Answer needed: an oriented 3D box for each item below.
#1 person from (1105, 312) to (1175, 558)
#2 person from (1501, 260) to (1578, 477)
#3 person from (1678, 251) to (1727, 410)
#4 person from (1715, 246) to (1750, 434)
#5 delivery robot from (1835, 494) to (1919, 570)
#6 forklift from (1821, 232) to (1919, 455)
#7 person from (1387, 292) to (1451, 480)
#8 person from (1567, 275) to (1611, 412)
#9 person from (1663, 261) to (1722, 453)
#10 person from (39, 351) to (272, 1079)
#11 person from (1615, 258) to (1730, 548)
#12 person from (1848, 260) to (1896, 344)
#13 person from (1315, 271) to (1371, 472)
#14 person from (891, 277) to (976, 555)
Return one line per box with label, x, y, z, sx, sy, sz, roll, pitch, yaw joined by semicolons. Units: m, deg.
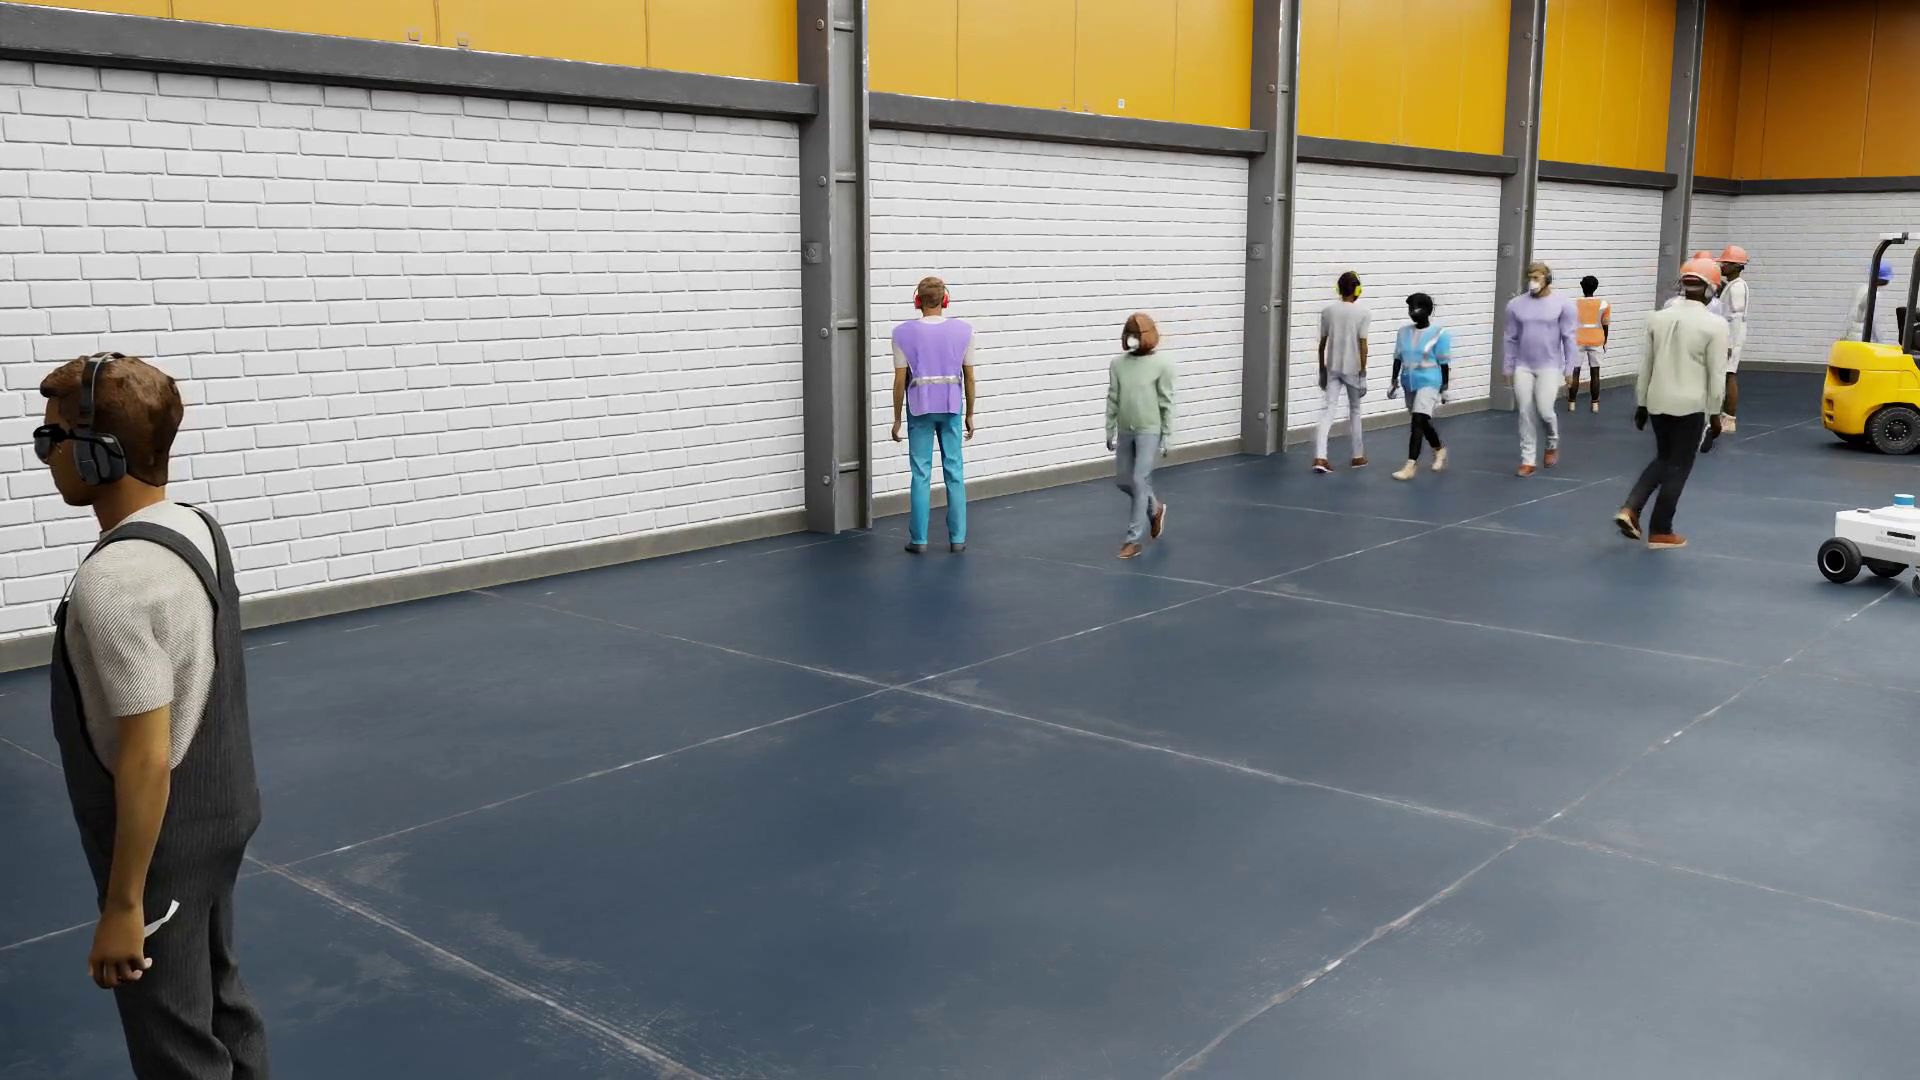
person;1.218;-0.711;11.064;0.508;1.610;0.653;8;13;38
person;5.149;-1.520;14.802;0.654;1.921;0.516;8;13;38
person;9.095;-2.552;20.465;0.623;1.992;0.397;9;13;41
person;8.412;-2.187;18.238;0.362;2.048;0.613;4;11;20
delivery robot;5.618;-0.028;9.927;0.477;0.478;0.707;-5;11;-24
forklift;9.955;-1.972;16.595;2.313;2.155;1.214;1;10;8
person;4.144;-1.384;14.795;0.881;1.652;0.525;-8;13;-37
person;7.756;-2.421;20.590;0.531;1.694;0.320;3;10;16
person;7.135;-1.766;16.250;0.594;1.905;0.717;-1;10;-3
person;-1.473;0.579;3.064;0.331;1.844;0.521;-2;10;-9
person;4.830;-0.897;11.142;0.506;1.959;0.612;-4;11;-24
person;10.965;-2.428;20.073;0.484;1.883;0.687;4;11;20
person;3.479;-1.529;15.146;0.538;1.827;0.967;7;12;34
person;-0.173;-0.811;10.997;0.563;1.838;0.389;-2;10;-12
